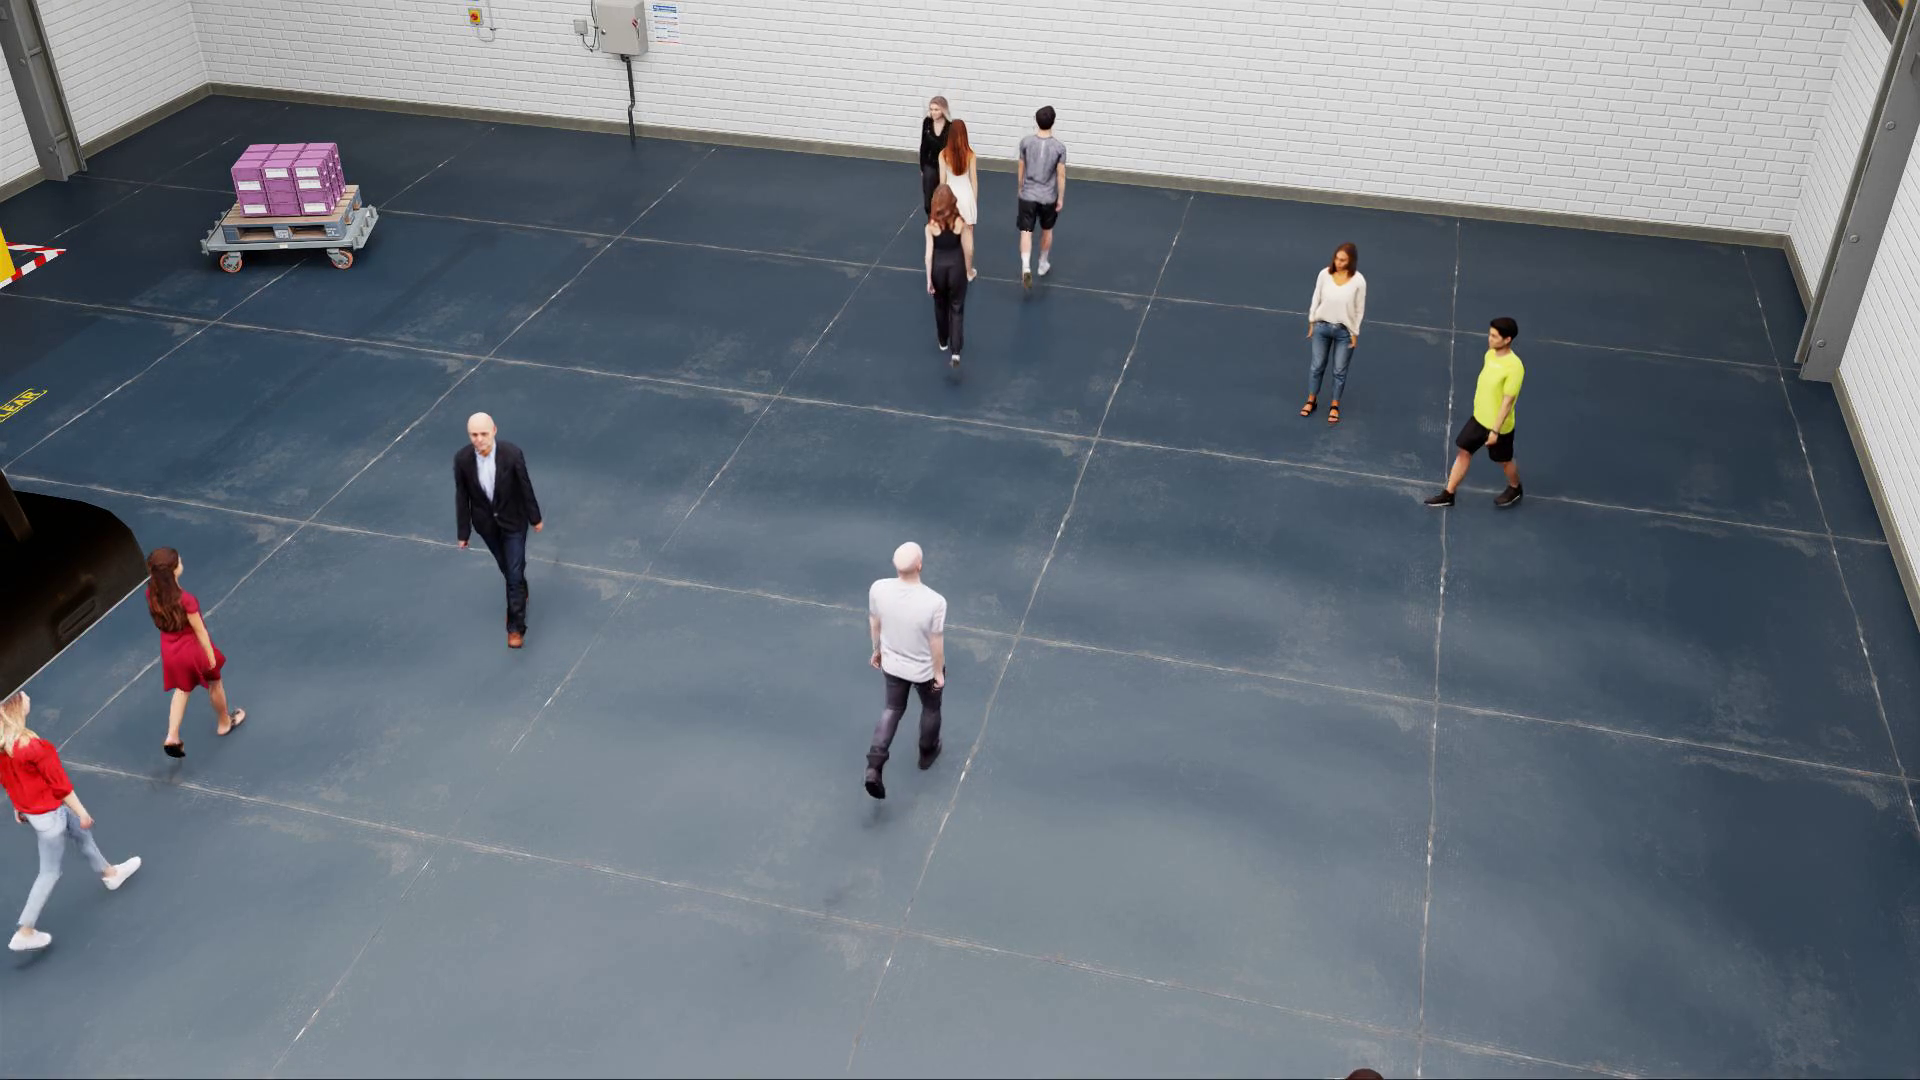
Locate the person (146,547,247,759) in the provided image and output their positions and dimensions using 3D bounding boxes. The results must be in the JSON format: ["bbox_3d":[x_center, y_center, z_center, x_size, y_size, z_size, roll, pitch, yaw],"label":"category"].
[{"bbox_3d":[-5.069,0.744,10.805,0.586,1.539,0.893,7,34,10],"label":"person"}]

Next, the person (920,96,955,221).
[{"bbox_3d":[-0.168,-3.960,17.762,0.648,1.670,0.635,3,34,5],"label":"person"}]

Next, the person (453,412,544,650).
[{"bbox_3d":[-3.294,-0.162,11.967,0.947,1.761,1.244,-1,34,-2],"label":"person"}]

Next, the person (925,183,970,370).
[{"bbox_3d":[-0.096,-2.415,15.394,0.830,1.721,1.175,-3,34,-4],"label":"person"}]

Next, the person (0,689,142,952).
[{"bbox_3d":[-5.243,1.588,9.419,0.770,1.667,1.175,15,36,21],"label":"person"}]

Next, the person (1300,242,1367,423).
[{"bbox_3d":[3.288,-1.845,14.574,0.659,1.679,0.611,16,37,23],"label":"person"}]

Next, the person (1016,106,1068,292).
[{"bbox_3d":[0.776,-3.441,16.827,0.715,1.842,1.088,6,34,8],"label":"person"}]

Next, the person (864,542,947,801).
[{"bbox_3d":[-0.350,0.835,10.422,0.764,1.810,1.112,13,36,19],"label":"person"}]

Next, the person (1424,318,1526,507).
[{"bbox_3d":[4.332,-0.982,13.282,1.091,1.671,1.115,-11,35,-16],"label":"person"}]

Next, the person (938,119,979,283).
[{"bbox_3d":[-0.019,-3.460,16.974,0.594,1.712,0.581,2,34,3],"label":"person"}]
